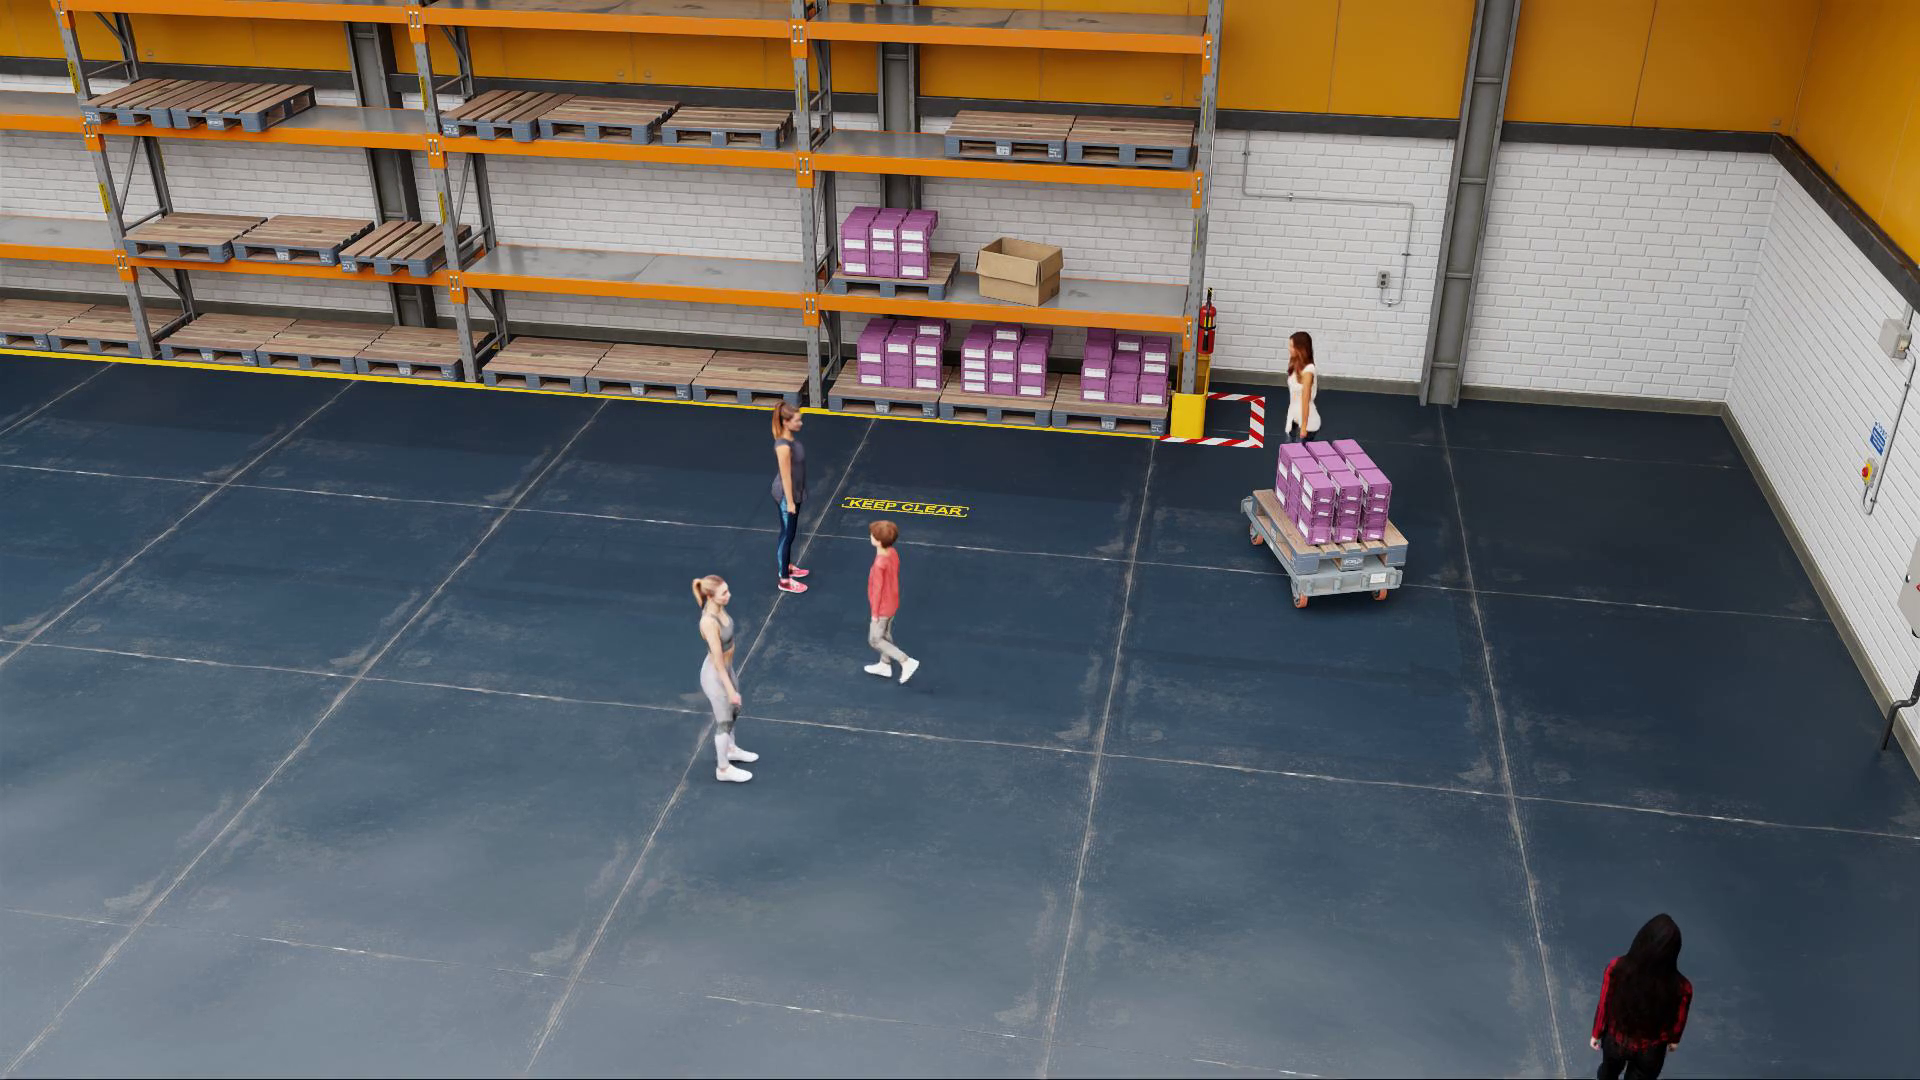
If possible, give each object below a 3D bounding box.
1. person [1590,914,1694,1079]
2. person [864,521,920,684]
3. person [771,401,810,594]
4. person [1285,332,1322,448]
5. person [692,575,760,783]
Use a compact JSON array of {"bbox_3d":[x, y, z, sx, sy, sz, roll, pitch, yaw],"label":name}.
[{"bbox_3d":[3.553,2.733,8.770,1.020,1.622,0.867,13,31,23],"label":"person"},{"bbox_3d":[-0.534,0.508,13.075,0.739,1.406,0.569,9,30,15],"label":"person"},{"bbox_3d":[-1.477,-0.391,14.389,0.578,1.726,0.603,0,29,0],"label":"person"},{"bbox_3d":[3.337,-1.123,15.706,0.922,1.751,0.777,-7,29,-12],"label":"person"},{"bbox_3d":[-1.768,0.984,11.898,0.630,1.698,0.655,-1,29,-2],"label":"person"}]
